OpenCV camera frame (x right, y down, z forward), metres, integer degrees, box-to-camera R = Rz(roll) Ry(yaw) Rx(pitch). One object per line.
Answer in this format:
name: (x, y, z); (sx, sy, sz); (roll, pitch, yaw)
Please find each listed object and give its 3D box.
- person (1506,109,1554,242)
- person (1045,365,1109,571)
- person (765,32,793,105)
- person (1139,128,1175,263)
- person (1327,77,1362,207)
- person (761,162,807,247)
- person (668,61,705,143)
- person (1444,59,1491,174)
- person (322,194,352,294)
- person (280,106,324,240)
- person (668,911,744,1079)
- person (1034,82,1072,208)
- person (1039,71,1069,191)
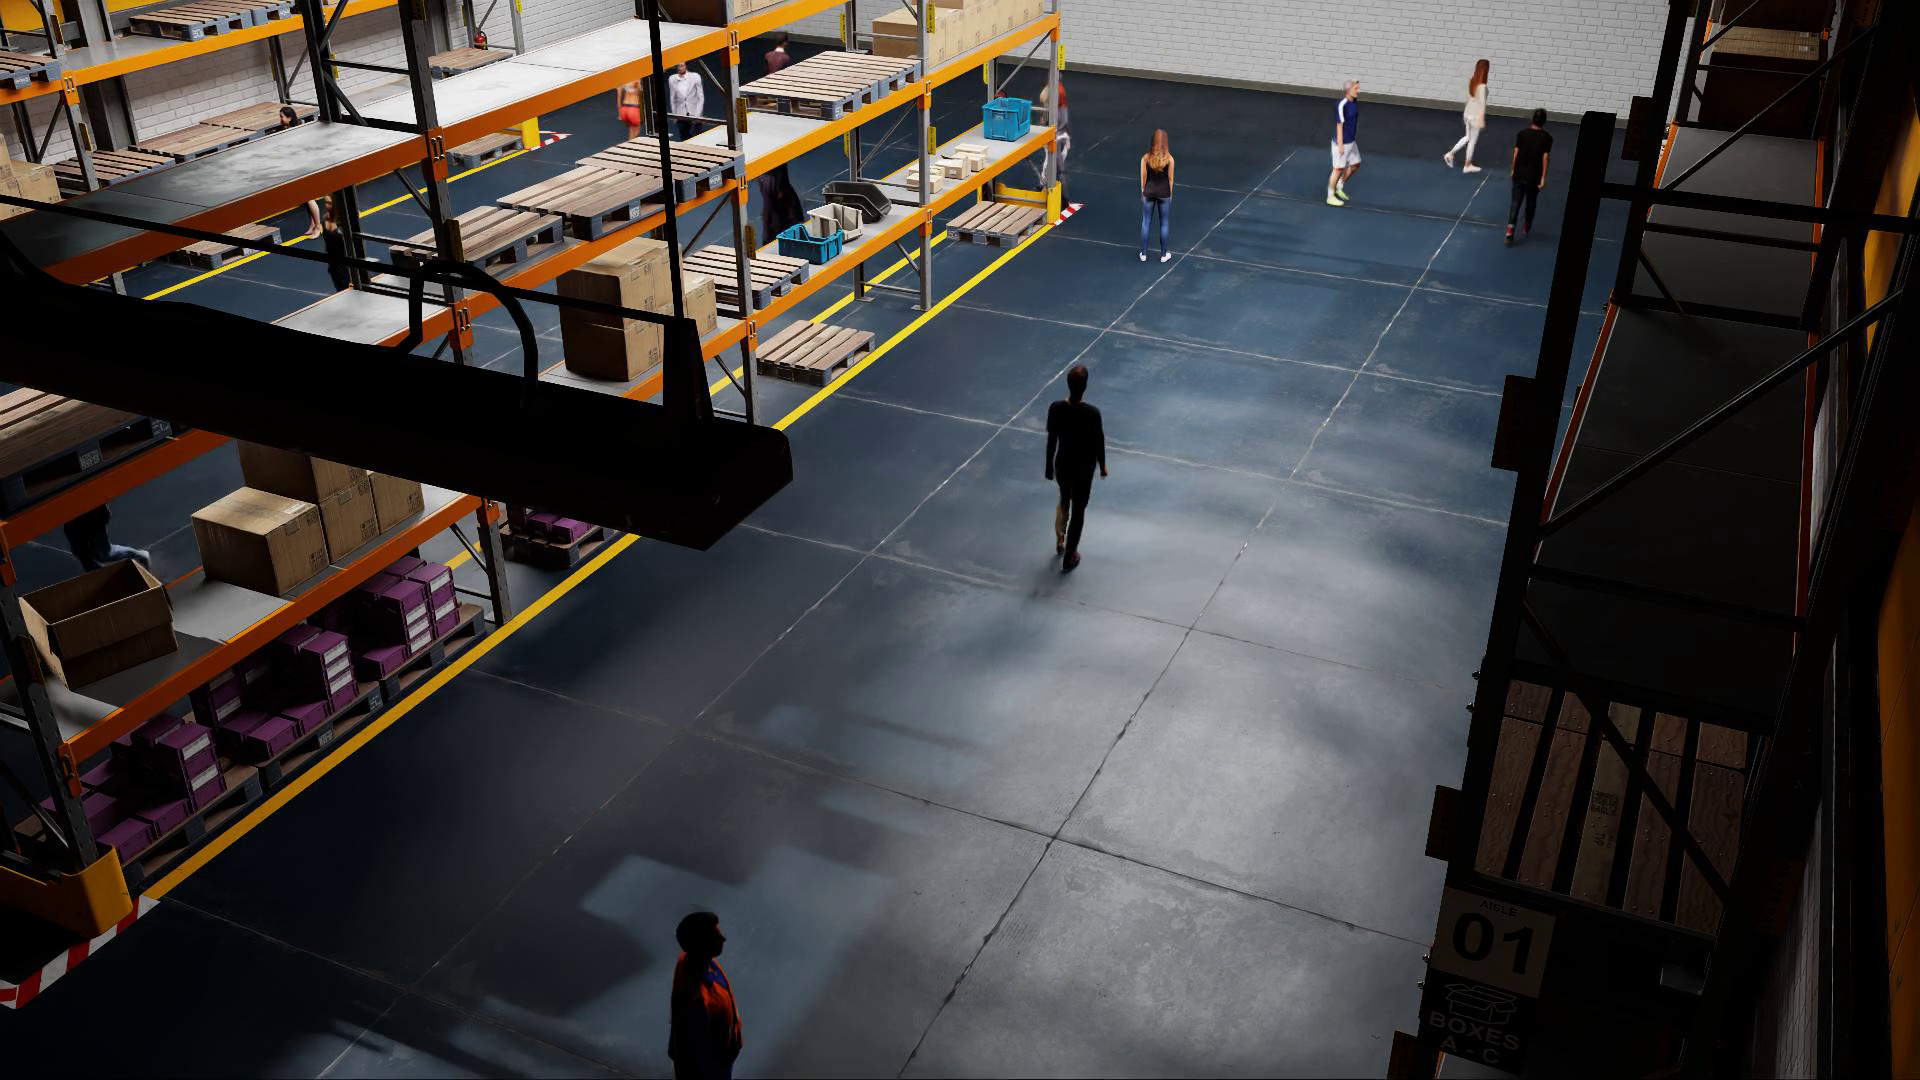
person: (7.524, -4.830, 22.111); (0.615, 1.739, 1.089); (12, 31, 21)
person: (0.951, -0.575, 14.206); (0.641, 1.839, 0.631); (14, 31, 23)
person: (-2.838, -6.885, 25.786); (0.728, 1.827, 1.049); (10, 30, 18)
person: (2.533, -4.434, 21.402); (0.633, 1.723, 0.594); (6, 29, 12)
person: (5.360, -5.647, 23.519); (0.778, 1.825, 0.624); (21, 35, 33)
person: (-2.489, -4.649, 21.913); (1.008, 1.611, 0.863); (-20, 34, -32)
person: (-4.006, -6.338, 24.798); (0.805, 1.813, 0.863); (8, 30, 14)
person: (7.607, -6.322, 24.887); (0.894, 1.699, 0.873); (-4, 29, -8)
person: (-7.039, -3.192, 19.138); (0.642, 1.710, 0.975); (16, 32, 26)
person: (-8.814, -4.910, 22.227); (0.806, 1.769, 0.778); (-17, 33, -29)
person: (-1.286, 2.608, 8.346); (0.853, 1.863, 0.743); (-3, 29, -5)
person: (1.408, -5.537, 23.399); (1.030, 1.747, 0.876); (-25, 37, -38)
person: (1.251, -5.888, 23.982); (0.789, 1.805, 0.547); (11, 30, 19)
